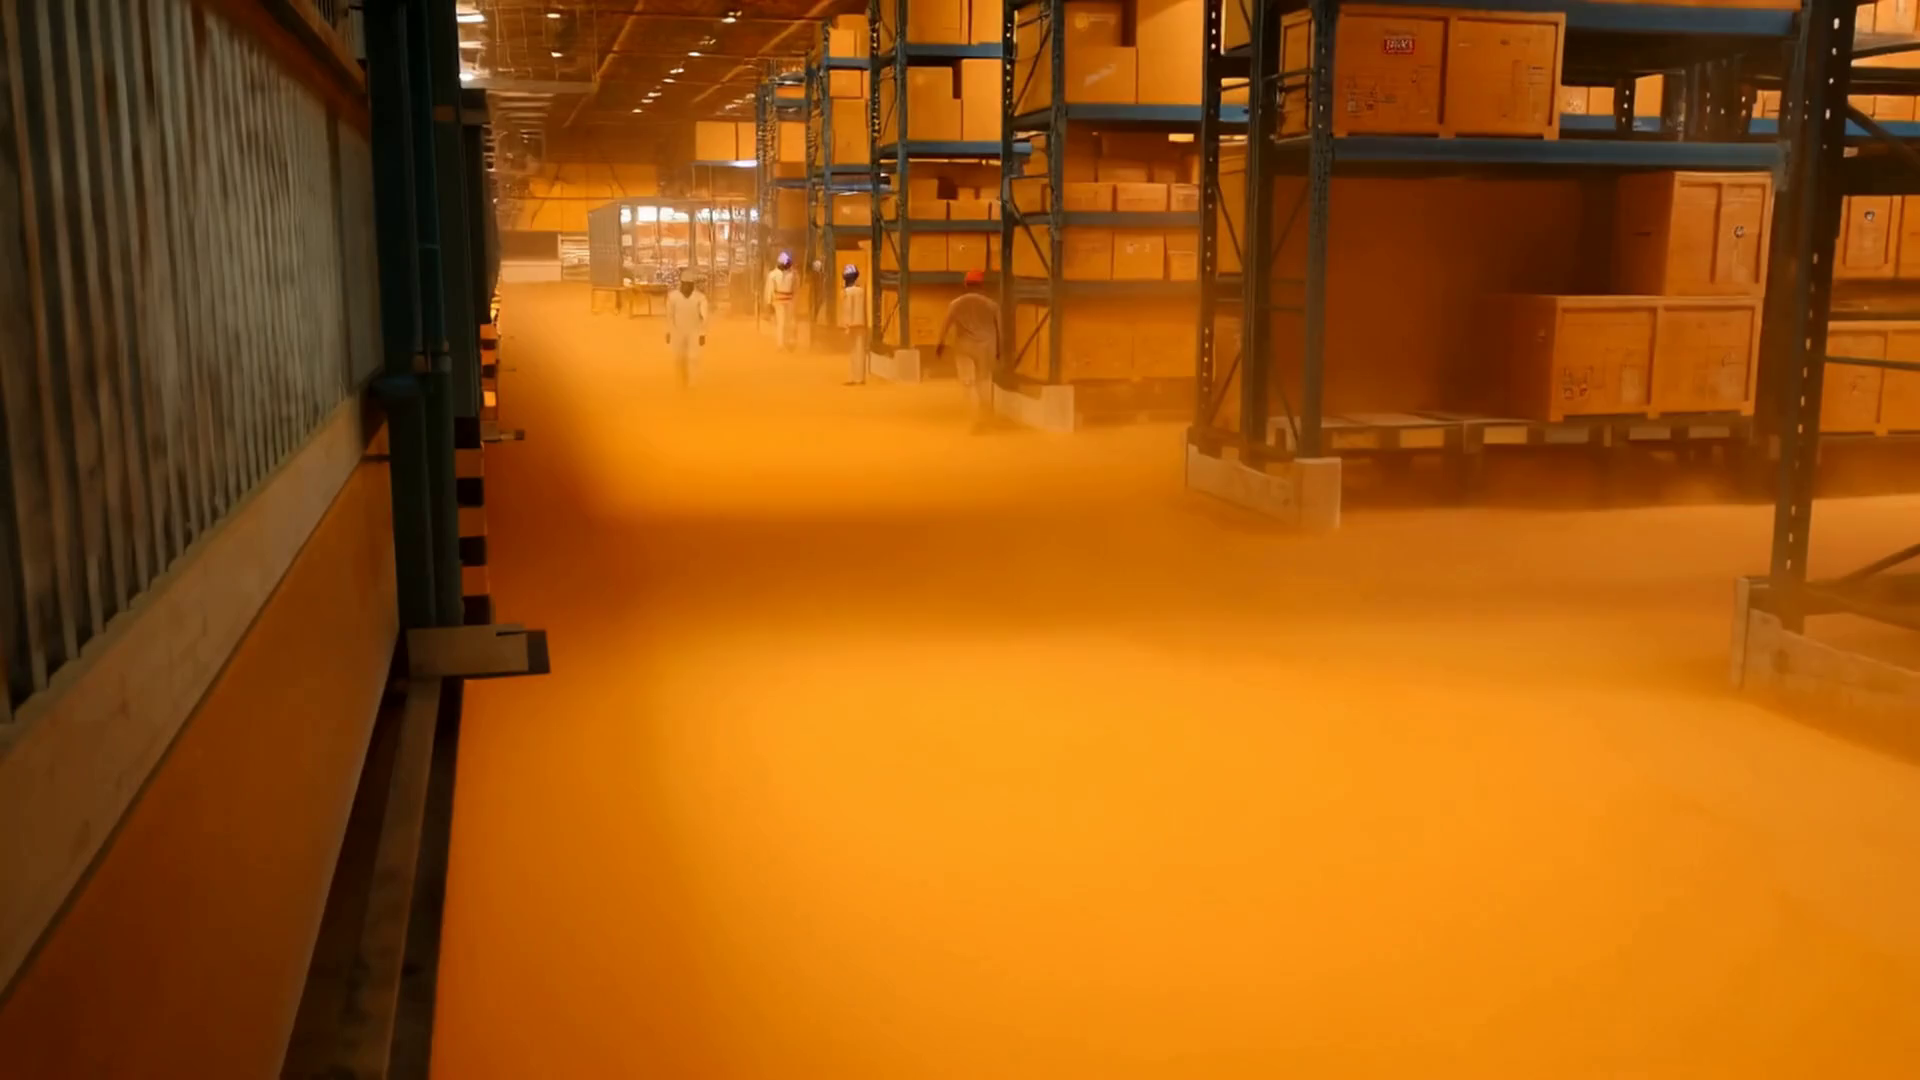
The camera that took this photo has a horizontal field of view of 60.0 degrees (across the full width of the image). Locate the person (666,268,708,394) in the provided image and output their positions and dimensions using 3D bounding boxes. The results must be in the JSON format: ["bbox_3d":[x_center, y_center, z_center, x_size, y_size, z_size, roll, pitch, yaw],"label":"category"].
[{"bbox_3d":[-3.772,-2.903,23.089,0.567,1.725,0.763,1,10,6],"label":"person"}]

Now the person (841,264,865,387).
[{"bbox_3d":[-1.559,-3.083,23.986,0.325,1.769,0.524,4,11,22],"label":"person"}]

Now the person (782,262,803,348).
[{"bbox_3d":[-3.390,-4.636,32.940,0.524,1.698,0.692,2,10,12],"label":"person"}]

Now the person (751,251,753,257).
[{"bbox_3d":[-9.973,-12.918,79.502,0.612,1.816,0.699,-5,11,-28],"label":"person"}]

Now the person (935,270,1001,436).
[{"bbox_3d":[0.101,-2.018,17.967,0.682,1.773,0.953,-3,11,-17],"label":"person"}]

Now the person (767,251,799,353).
[{"bbox_3d":[-3.372,-4.514,31.640,0.617,1.933,0.447,-1,10,-7],"label":"person"}]
